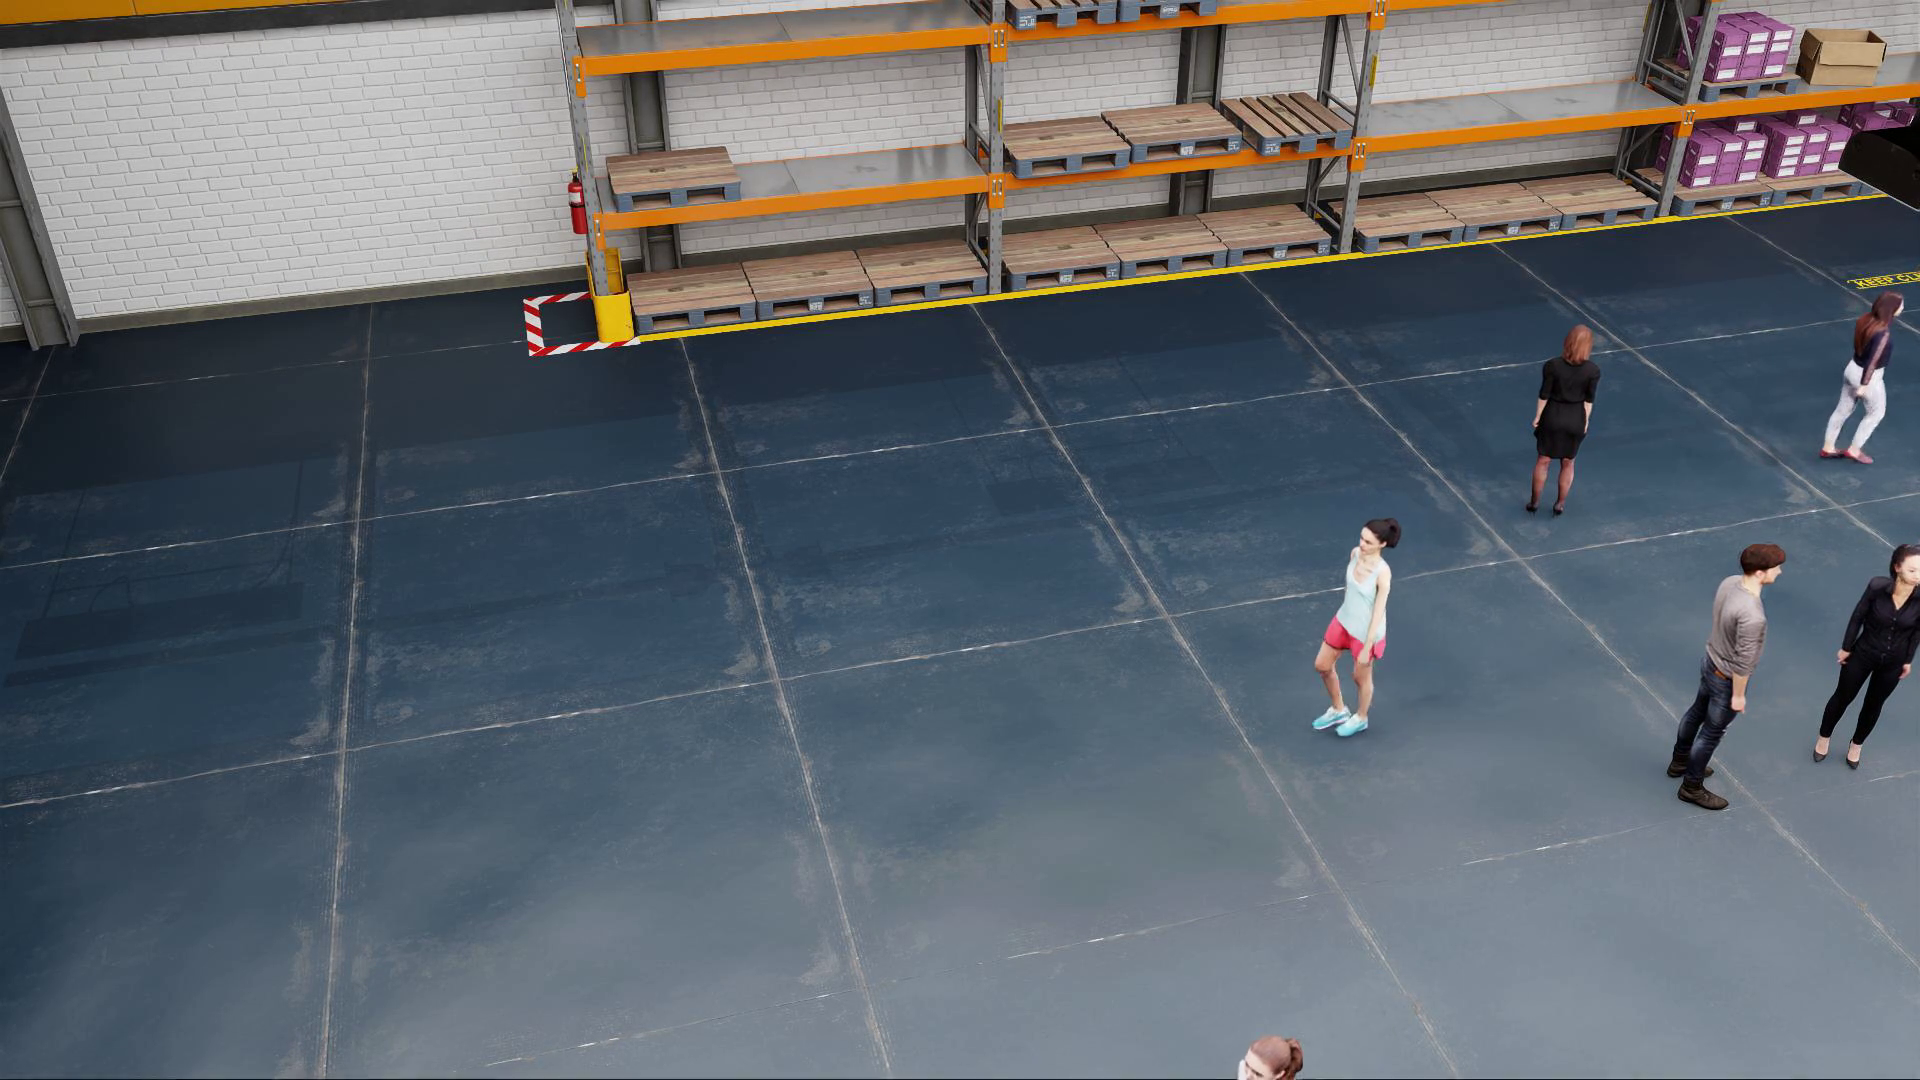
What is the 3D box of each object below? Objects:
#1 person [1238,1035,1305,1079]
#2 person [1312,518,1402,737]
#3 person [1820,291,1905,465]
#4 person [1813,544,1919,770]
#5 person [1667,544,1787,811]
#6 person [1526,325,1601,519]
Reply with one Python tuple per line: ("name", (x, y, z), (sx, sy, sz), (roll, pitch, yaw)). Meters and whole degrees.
("person", (1.444, 2.871, 7.669), (1.196, 1.701, 0.824), (-19, 38, -26))
("person", (2.726, 0.586, 11.062), (0.706, 1.750, 0.655), (-14, 36, -20))
("person", (7.630, -1.381, 14.160), (0.702, 1.597, 0.673), (0, 34, 0))
("person", (5.950, 0.777, 10.813), (0.620, 1.709, 0.715), (12, 35, 17))
("person", (4.849, 0.835, 10.549), (0.725, 1.903, 0.759), (4, 34, 6))
("person", (4.851, -0.942, 13.402), (0.617, 1.706, 0.723), (10, 35, 15))
